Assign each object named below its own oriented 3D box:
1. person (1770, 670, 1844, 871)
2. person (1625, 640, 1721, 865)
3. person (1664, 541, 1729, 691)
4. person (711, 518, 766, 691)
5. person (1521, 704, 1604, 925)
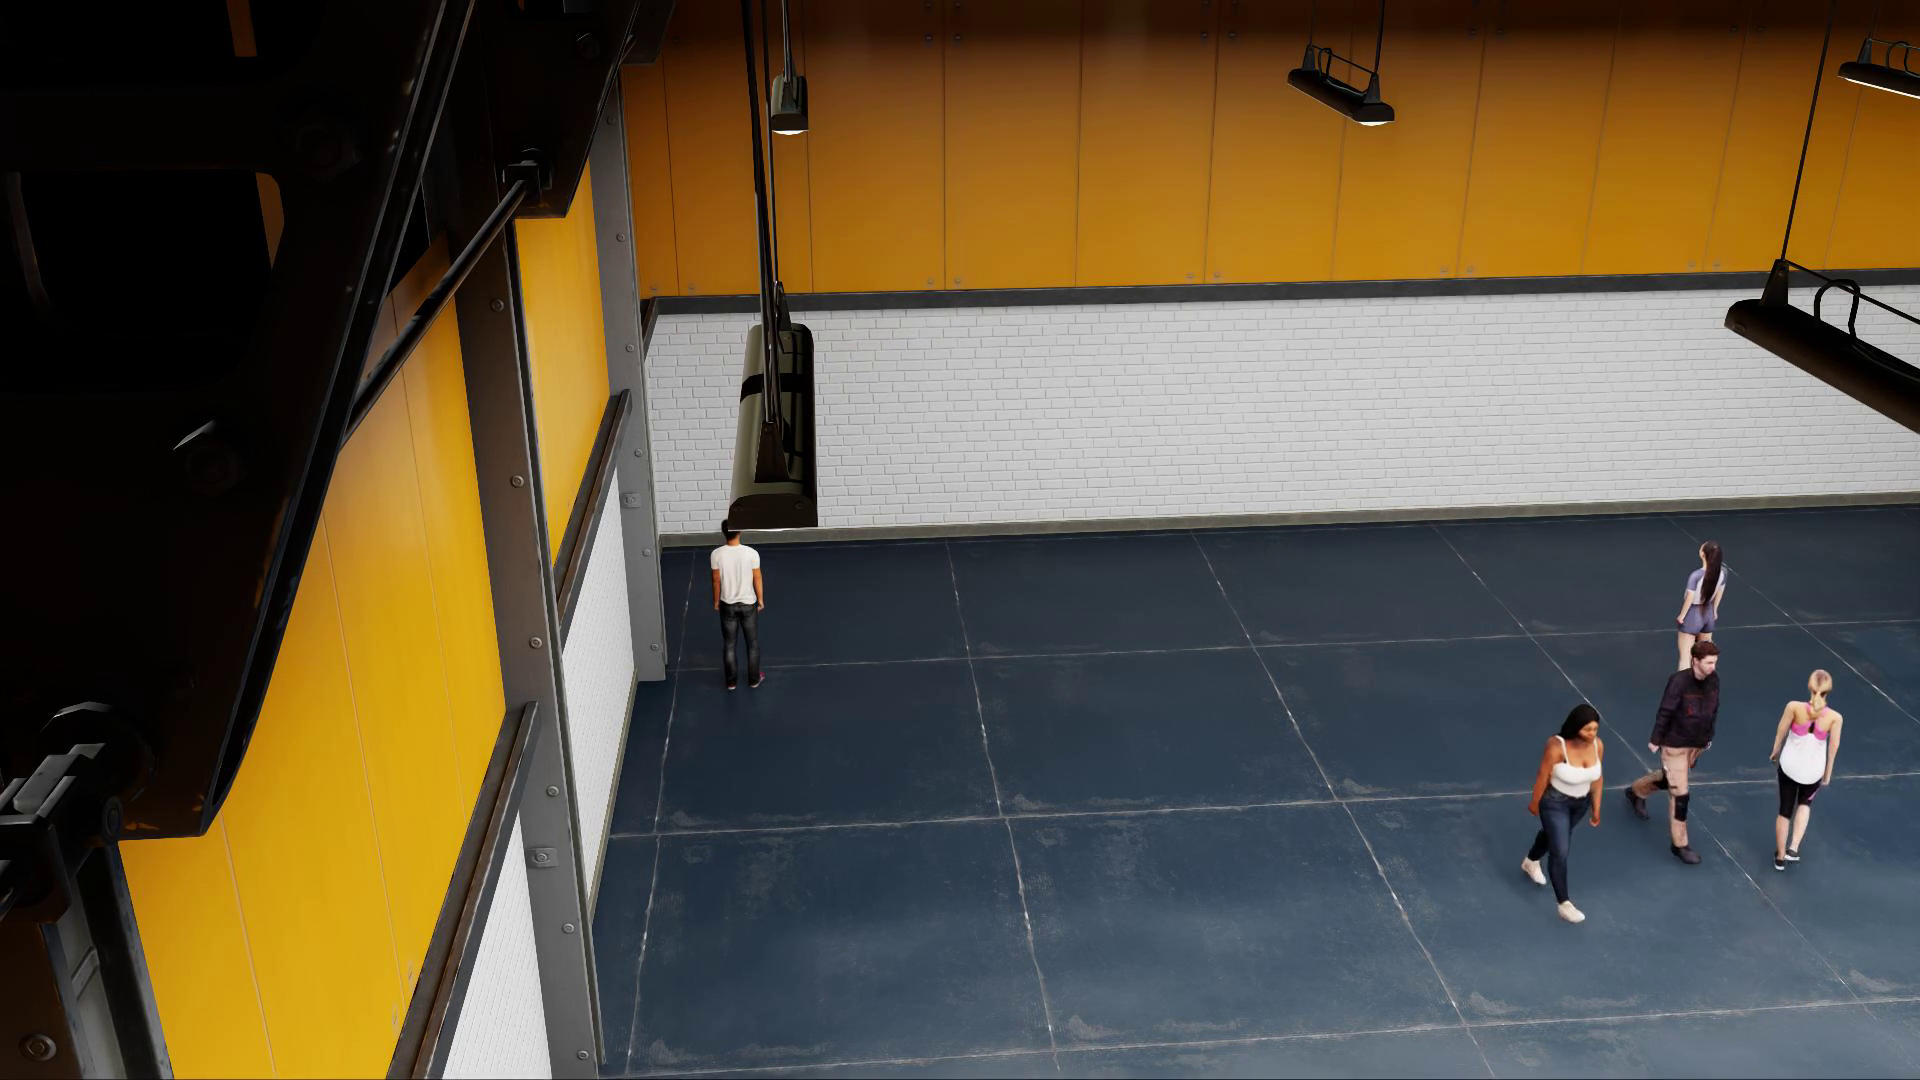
[{"bbox_3d":[6.796,1.911,13.468,0.714,1.772,0.740,12,26,25],"label":"person"},{"bbox_3d":[5.974,1.663,13.894,0.939,1.884,1.314,-9,25,-19],"label":"person"},{"bbox_3d":[7.217,0.770,16.229,0.637,1.650,0.588,-7,25,-15],"label":"person"},{"bbox_3d":[-2.195,0.616,16.393,0.642,1.801,0.525,-1,24,-3],"label":"person"},{"bbox_3d":[4.726,2.054,13.163,0.785,1.753,1.205,-6,24,-14],"label":"person"}]
